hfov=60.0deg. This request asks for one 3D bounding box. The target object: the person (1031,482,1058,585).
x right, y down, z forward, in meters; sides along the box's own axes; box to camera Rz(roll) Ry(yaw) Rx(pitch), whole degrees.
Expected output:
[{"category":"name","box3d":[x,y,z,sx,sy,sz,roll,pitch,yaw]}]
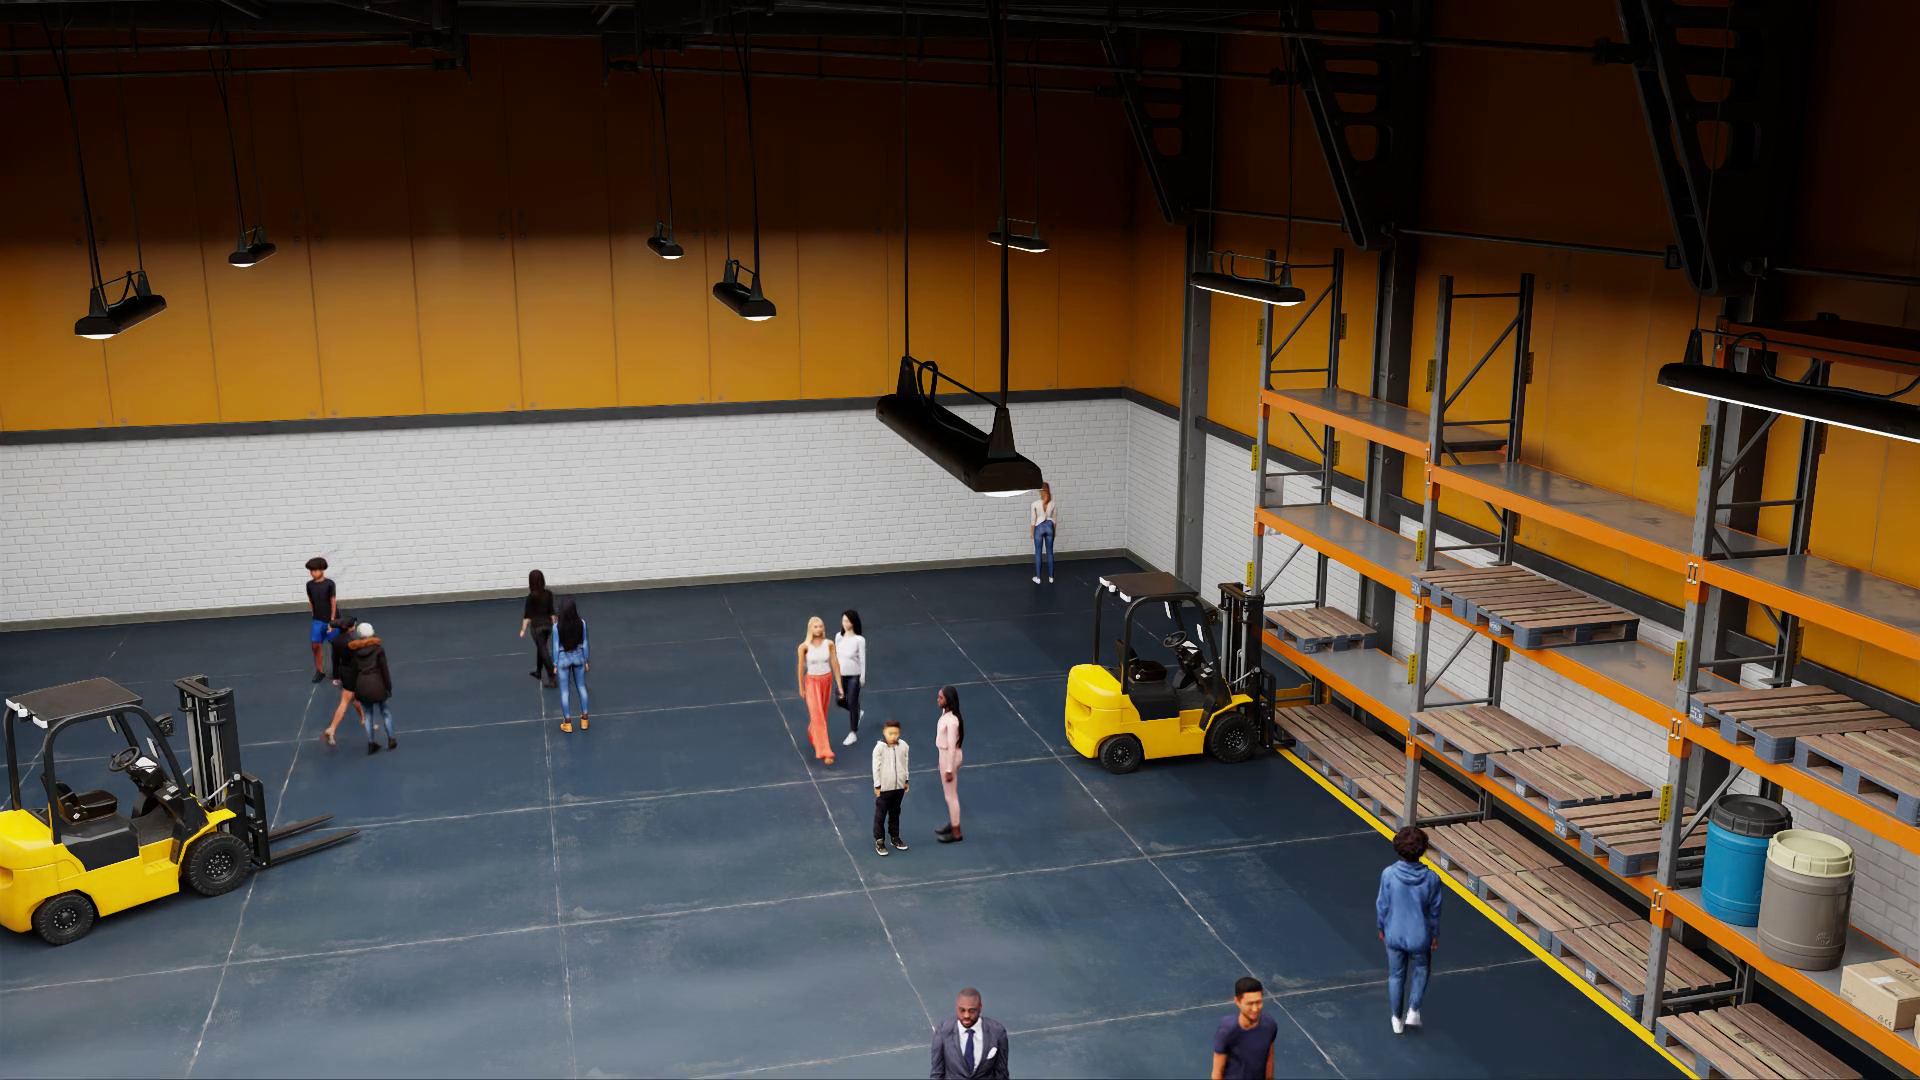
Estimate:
[{"category":"person","box3d":[1.418,-0.135,27.983,0.614,1.733,0.538,-3,14,-11]}]

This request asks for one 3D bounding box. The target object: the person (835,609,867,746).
[{"category":"person","box3d":[-1.308,1.669,20.624,0.870,1.690,0.928,8,16,29]}]

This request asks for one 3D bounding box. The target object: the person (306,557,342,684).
[{"category":"person","box3d":[-8.693,1.067,22.951,0.733,1.764,0.858,1,14,4]}]

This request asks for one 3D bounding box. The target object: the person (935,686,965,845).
[{"category":"person","box3d":[-0.100,2.368,17.676,0.706,1.719,0.504,-2,14,-6]}]

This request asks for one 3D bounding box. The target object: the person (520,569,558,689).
[{"category":"person","box3d":[-5.635,1.226,22.604,0.988,1.620,0.902,9,16,32]}]

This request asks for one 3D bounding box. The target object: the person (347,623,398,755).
[{"category":"person","box3d":[-7.175,1.813,20.171,0.728,1.623,0.746,1,14,5]}]

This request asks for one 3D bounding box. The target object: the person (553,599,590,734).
[{"category":"person","box3d":[-4.907,1.569,20.991,0.656,1.713,0.595,-7,15,-28]}]

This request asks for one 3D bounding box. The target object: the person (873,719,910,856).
[{"category":"person","box3d":[-0.741,2.559,17.460,0.634,1.450,0.610,-9,16,-33]}]

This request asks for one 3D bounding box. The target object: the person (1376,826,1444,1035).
[{"category":"person","box3d":[3.710,3.272,13.775,0.807,1.798,0.836,5,15,21]}]

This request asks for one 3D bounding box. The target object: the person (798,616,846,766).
[{"category":"person","box3d":[-1.725,1.781,20.052,0.766,1.742,1.324,-6,15,-22]}]

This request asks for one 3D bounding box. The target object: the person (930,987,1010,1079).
[{"category":"person","box3d":[0.063,3.865,11.273,0.754,1.824,0.684,0,14,-1]}]

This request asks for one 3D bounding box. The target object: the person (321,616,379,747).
[{"category":"person","box3d":[-7.552,1.767,20.428,1.046,1.593,1.077,8,16,30]}]

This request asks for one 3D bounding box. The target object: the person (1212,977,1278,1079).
[{"category":"person","box3d":[1.956,3.826,11.507,0.671,1.790,0.548,-5,15,-20]}]
